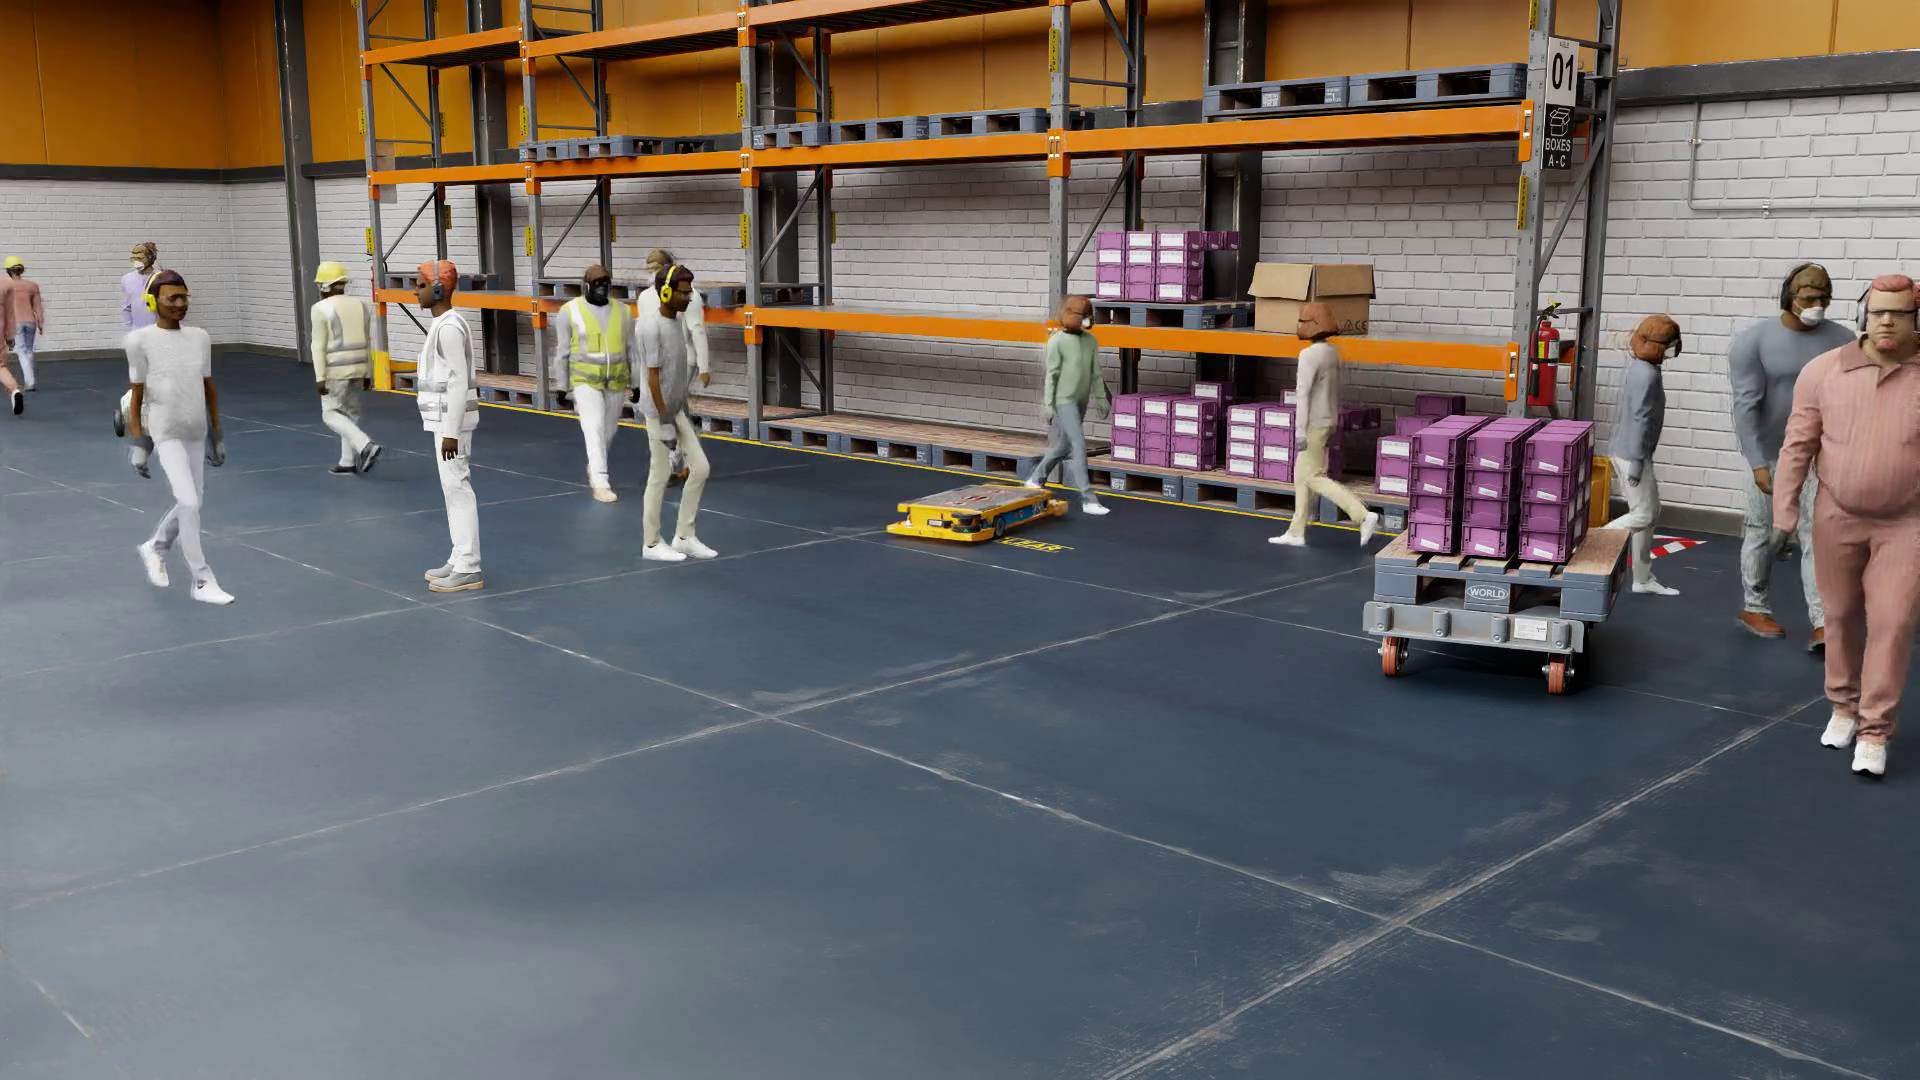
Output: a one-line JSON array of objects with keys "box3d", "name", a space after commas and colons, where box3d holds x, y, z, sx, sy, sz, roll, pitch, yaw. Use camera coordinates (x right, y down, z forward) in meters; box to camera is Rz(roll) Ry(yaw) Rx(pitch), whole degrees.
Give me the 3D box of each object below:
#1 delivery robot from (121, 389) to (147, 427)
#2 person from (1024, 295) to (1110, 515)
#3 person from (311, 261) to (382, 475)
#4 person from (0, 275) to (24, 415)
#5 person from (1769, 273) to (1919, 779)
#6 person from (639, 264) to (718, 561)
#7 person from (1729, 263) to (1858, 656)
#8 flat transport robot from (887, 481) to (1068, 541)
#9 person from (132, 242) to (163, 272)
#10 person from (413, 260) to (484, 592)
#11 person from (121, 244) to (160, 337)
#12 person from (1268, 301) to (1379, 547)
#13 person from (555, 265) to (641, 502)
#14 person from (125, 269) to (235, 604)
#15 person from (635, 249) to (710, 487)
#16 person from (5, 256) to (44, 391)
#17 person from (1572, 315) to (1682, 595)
[{"box3d": [-8.356, -1.405, 17.003, 0.477, 0.478, 0.707, -4, 11, -20], "name": "delivery robot"}, {"box3d": [0.795, -1.009, 12.255, 0.825, 1.596, 0.516, 10, 14, 43], "name": "person"}, {"box3d": [-5.095, -1.410, 13.858, 0.608, 1.814, 0.611, 5, 11, 25], "name": "person"}, {"box3d": [-10.660, -2.246, 18.222, 0.611, 1.890, 0.652, 6, 12, 31], "name": "person"}, {"box3d": [3.439, -0.057, 6.316, 0.673, 1.870, 0.870, 8, 13, 37], "name": "person"}, {"box3d": [-1.737, -0.763, 10.234, 0.612, 1.840, 0.560, 3, 11, 14], "name": "person"}, {"box3d": [4.061, -0.390, 8.104, 0.653, 1.886, 0.884, 1, 10, 4], "name": "person"}, {"box3d": [0.146, -0.210, 11.520, 0.652, 0.197, 1.431, 6, 12, 29], "name": "flat transport robot"}, {"box3d": [-13.162, -3.893, 27.140, 0.642, 1.910, 0.401, 6, 12, 29], "name": "person"}, {"box3d": [-2.926, -0.649, 9.511, 0.342, 1.882, 0.587, -4, 11, -20], "name": "person"}, {"box3d": [-8.758, -2.229, 18.022, 0.622, 1.932, 0.371, 2, 11, 13], "name": "person"}, {"box3d": [2.351, -0.716, 10.637, 0.721, 1.605, 0.511, 7, 12, 32], "name": "person"}, {"box3d": [-2.827, -1.237, 12.958, 0.641, 1.811, 0.912, -7, 12, -32], "name": "person"}, {"box3d": [-4.390, -0.582, 9.280, 0.841, 1.845, 0.521, 6, 12, 30], "name": "person"}, {"box3d": [-2.407, -1.387, 13.469, 0.651, 1.902, 0.829, 8, 13, 38], "name": "person"}, {"box3d": [-12.292, -2.813, 21.686, 0.723, 1.740, 0.532, 7, 13, 35], "name": "person"}, {"box3d": [3.733, -0.459, 9.274, 0.578, 1.602, 0.558, 3, 11, 17], "name": "person"}]
